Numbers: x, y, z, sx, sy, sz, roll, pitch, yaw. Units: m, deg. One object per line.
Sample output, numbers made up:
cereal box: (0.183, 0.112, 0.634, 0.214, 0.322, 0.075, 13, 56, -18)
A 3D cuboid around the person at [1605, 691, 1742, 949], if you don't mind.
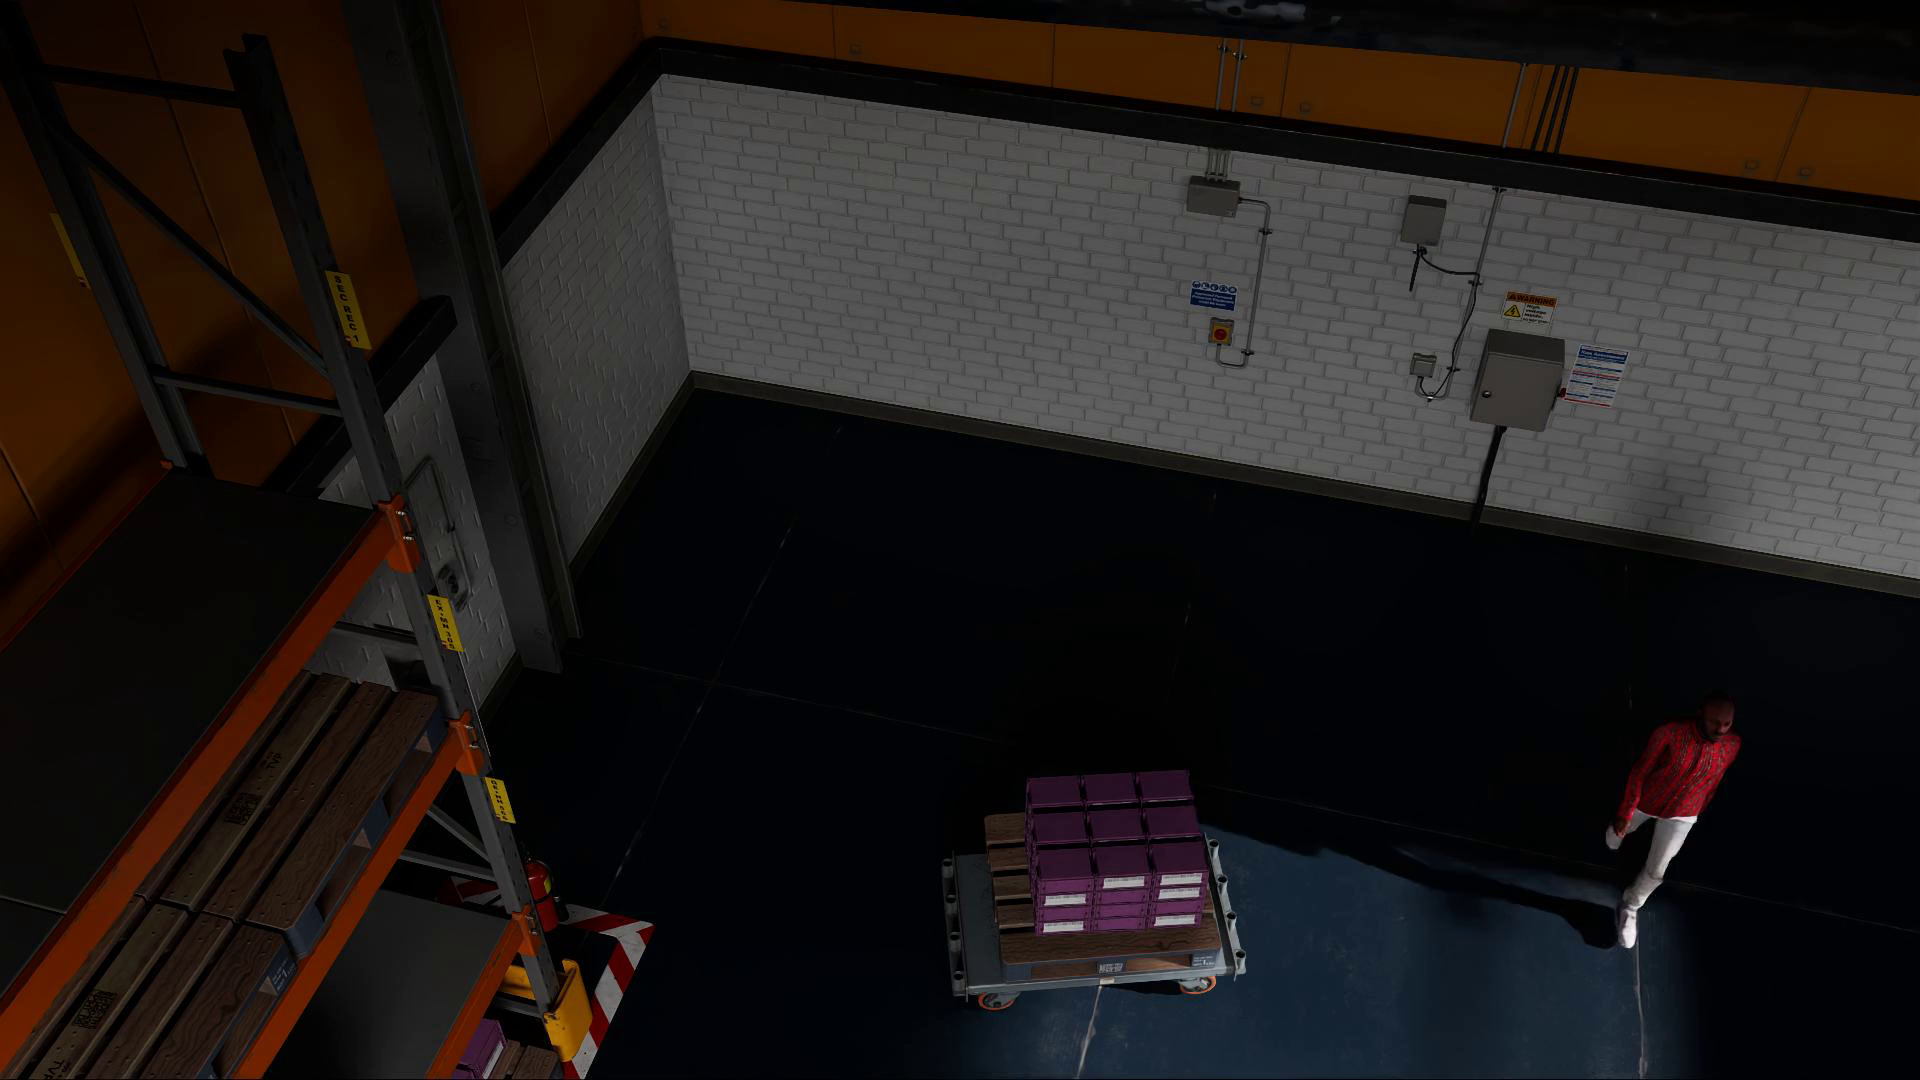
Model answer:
person: (4.005, 1.407, 9.490, 0.701, 1.797, 1.199, 14, 45, 15)
